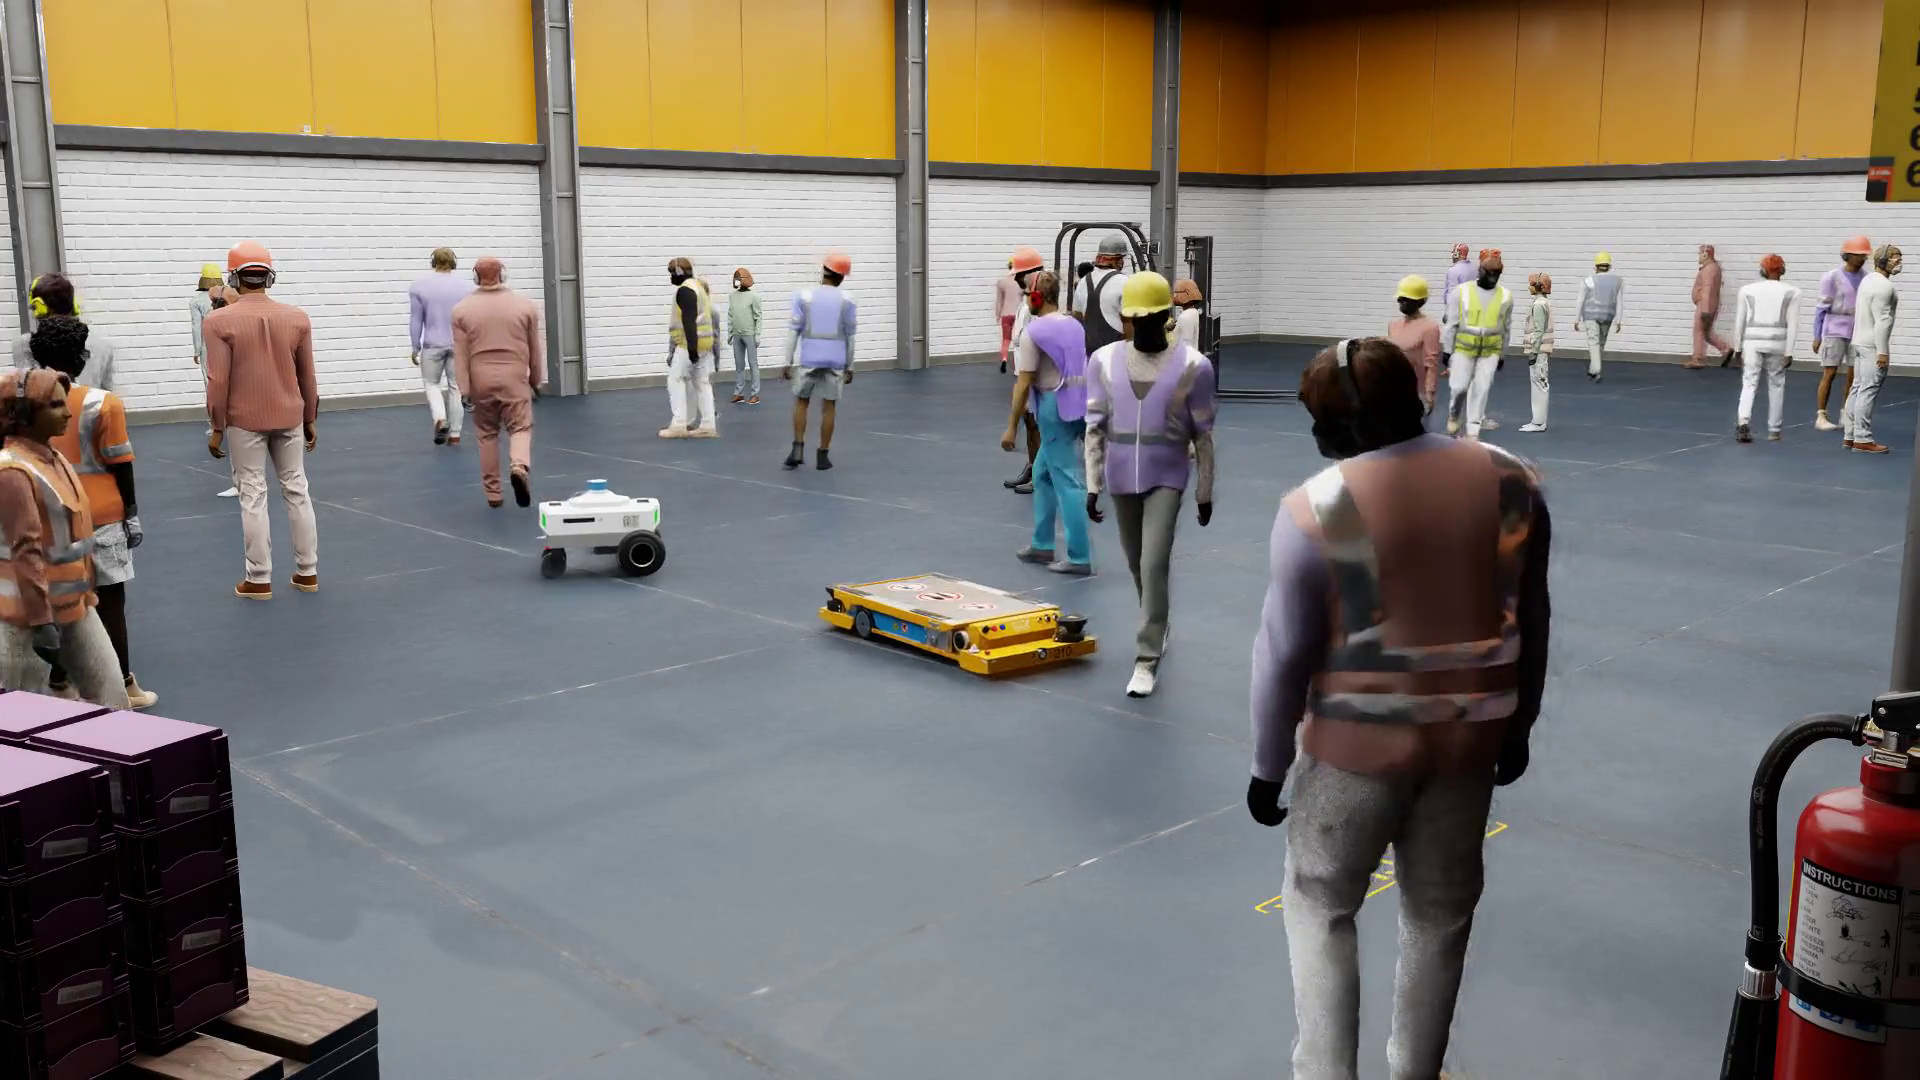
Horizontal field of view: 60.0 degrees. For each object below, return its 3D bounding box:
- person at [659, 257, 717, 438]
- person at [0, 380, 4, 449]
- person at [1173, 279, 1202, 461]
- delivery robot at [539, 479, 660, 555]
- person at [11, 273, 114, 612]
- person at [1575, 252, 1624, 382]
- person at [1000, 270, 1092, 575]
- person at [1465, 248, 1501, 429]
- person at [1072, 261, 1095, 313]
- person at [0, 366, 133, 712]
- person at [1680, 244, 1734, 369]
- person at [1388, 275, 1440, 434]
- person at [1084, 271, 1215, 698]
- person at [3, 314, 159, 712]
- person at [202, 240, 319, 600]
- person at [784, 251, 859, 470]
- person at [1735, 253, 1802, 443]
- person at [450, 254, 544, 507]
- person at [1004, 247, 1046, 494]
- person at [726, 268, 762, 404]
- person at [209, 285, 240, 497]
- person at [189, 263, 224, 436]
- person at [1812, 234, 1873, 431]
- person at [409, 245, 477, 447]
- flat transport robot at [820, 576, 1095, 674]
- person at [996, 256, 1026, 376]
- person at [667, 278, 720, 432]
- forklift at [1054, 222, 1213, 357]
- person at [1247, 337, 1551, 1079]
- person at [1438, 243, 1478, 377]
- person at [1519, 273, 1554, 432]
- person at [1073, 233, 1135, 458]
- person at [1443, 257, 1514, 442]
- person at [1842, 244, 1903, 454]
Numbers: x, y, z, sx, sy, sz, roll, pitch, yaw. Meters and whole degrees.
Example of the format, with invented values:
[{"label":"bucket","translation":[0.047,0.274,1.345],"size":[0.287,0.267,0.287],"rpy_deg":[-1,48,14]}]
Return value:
[{"label":"person","translation":[-2.764,-1.912,16.633],"size":[0.701,1.800,0.698],"rpy_deg":[0,10,2]},{"label":"person","translation":[-7.294,-1.167,12.416],"size":[1.046,1.857,0.611],"rpy_deg":[-4,11,-21]},{"label":"person","translation":[2.023,-1.527,14.981],"size":[0.279,1.633,0.500],"rpy_deg":[2,11,11]},{"label":"delivery robot","translation":[-2.169,-0.121,10.001],"size":[0.707,0.478,0.477],"rpy_deg":[-3,11,-13]},{"label":"person","translation":[-4.519,-0.416,8.379],"size":[0.735,1.828,0.540],"rpy_deg":[9,14,41]},{"label":"person","translation":[8.874,-3.096,23.116],"size":[0.603,1.792,0.911],"rpy_deg":[1,10,4]},{"label":"person","translation":[0.513,-0.702,10.012],"size":[0.772,1.805,0.569],"rpy_deg":[6,12,30]},{"label":"person","translation":[5.514,-2.109,17.474],"size":[0.355,1.883,0.573],"rpy_deg":[2,11,11]},{"label":"person","translation":[1.577,-2.782,21.684],"size":[0.371,1.687,0.535],"rpy_deg":[0,10,-1]},{"label":"person","translation":[-3.058,0.234,5.465],"size":[0.809,1.613,0.517],"rpy_deg":[-2,11,-9]},{"label":"person","translation":[11.319,-3.508,25.095],"size":[0.638,1.887,0.658],"rpy_deg":[7,13,35]},{"label":"person","translation":[3.376,-1.114,12.457],"size":[0.476,1.738,0.549],"rpy_deg":[-6,12,-31]},{"label":"person","translation":[0.879,-0.297,7.644],"size":[0.576,1.873,1.018],"rpy_deg":[5,11,23]},{"label":"person","translation":[-3.688,-0.087,6.959],"size":[0.535,1.697,0.318],"rpy_deg":[0,10,1]},{"label":"person","translation":[-3.903,-0.667,9.303],"size":[0.397,1.992,0.621],"rpy_deg":[10,14,43]},{"label":"person","translation":[-1.188,-1.537,14.368],"size":[0.657,1.888,0.396],"rpy_deg":[-1,10,-3]},{"label":"person","translation":[7.874,-1.872,16.281],"size":[0.584,1.863,0.784],"rpy_deg":[6,12,28]},{"label":"person","translation":[-3.383,-1.145,12.201],"size":[0.641,1.886,0.693],"rpy_deg":[-2,11,-13]},{"label":"person","translation":[0.549,-1.328,13.093],"size":[0.367,1.930,0.542],"rpy_deg":[-2,11,-12]},{"label":"person","translation":[-2.600,-2.456,20.044],"size":[0.498,1.634,0.284],"rpy_deg":[7,12,33]},{"label":"person","translation":[-5.641,-1.153,12.920],"size":[0.310,1.642,0.514],"rpy_deg":[0,10,-1]},{"label":"person","translation":[-7.519,-1.925,16.854],"size":[0.483,1.745,0.301],"rpy_deg":[-7,13,-34]},{"label":"person","translation":[9.165,-2.133,17.206],"size":[0.633,2.029,0.443],"rpy_deg":[-1,10,-5]},{"label":"person","translation":[-4.885,-1.833,15.834],"size":[0.654,1.929,0.462],"rpy_deg":[-4,11,-21]},{"label":"flat transport robot","translation":[-0.043,0.386,8.268],"size":[0.652,0.197,1.431],"rpy_deg":[-8,13,-36]},{"label":"person","translation":[0.776,-3.218,23.878],"size":[0.539,1.750,0.420],"rpy_deg":[3,11,17]},{"label":"person","translation":[-2.674,-1.893,17.081],"size":[0.514,1.589,0.837],"rpy_deg":[4,11,21]},{"label":"forklift","translation":[1.935,-2.847,20.651],"size":[2.313,2.155,1.214],"rpy_deg":[2,11,13]},{"label":"person","translation":[0.953,0.467,3.653],"size":[0.685,1.813,0.441],"rpy_deg":[-2,11,-8]},{"label":"person","translation":[7.121,-3.286,23.831],"size":[0.640,1.909,0.409],"rpy_deg":[-10,14,-43]},{"label":"person","translation":[5.959,-1.929,17.157],"size":[0.311,1.638,0.521],"rpy_deg":[5,12,26]},{"label":"person","translation":[1.371,-1.728,14.968],"size":[0.536,2.000,0.681],"rpy_deg":[-9,14,-40]},{"label":"person","translation":[5.010,-1.828,16.120],"size":[0.653,1.820,0.549],"rpy_deg":[1,10,8]},{"label":"person","translation":[8.536,-1.782,15.546],"size":[0.359,1.935,0.632],"rpy_deg":[2,11,13]}]
